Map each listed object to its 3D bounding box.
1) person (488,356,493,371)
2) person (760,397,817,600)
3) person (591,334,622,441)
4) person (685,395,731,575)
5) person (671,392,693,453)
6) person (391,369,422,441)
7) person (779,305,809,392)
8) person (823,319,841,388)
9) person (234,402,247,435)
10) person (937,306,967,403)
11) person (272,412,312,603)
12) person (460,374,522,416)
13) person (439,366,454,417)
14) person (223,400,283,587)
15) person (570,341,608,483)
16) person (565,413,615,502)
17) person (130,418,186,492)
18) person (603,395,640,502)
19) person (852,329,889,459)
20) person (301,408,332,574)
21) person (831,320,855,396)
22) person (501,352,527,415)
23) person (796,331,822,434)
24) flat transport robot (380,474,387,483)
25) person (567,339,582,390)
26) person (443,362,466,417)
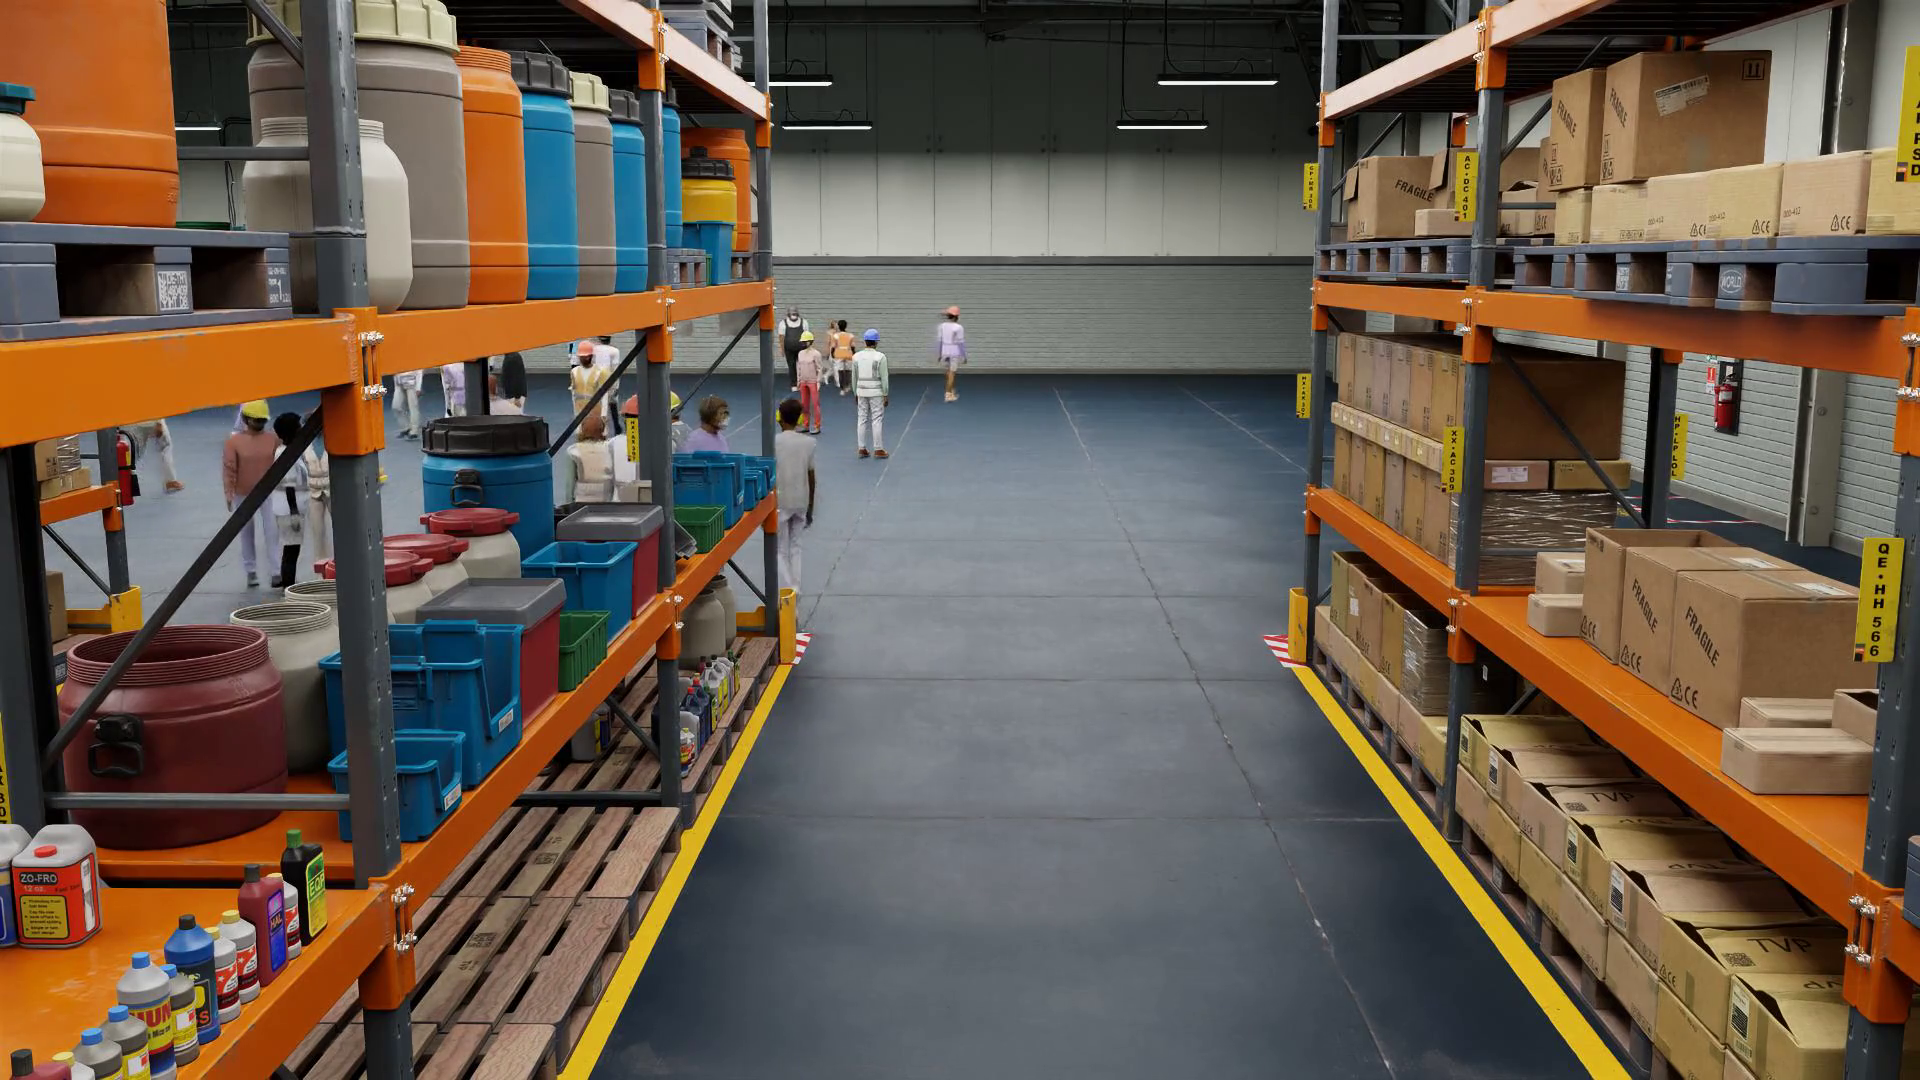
[{"bbox_3d":[-9.863,-3.618,33.980,0.636,1.828,0.621,-2,10,-12],"label":"person"},{"bbox_3d":[-1.403,-0.253,13.764,0.520,1.845,0.486,-4,10,-24],"label":"person"},{"bbox_3d":[-5.932,-2.634,27.880,0.549,1.883,0.985,0,9,0],"label":"person"},{"bbox_3d":[-1.999,-0.171,13.073,0.444,1.920,0.683,2,10,10],"label":"person"},{"bbox_3d":[-2.560,-0.420,14.793,0.404,1.826,0.600,1,10,9],"label":"person"},{"bbox_3d":[-9.192,-2.550,27.570,0.619,1.819,0.497,4,10,23],"label":"person"},{"bbox_3d":[-3.763,-4.350,37.829,0.706,2.000,0.940,-1,10,-5],"label":"person"},{"bbox_3d":[-3.018,-4.451,39.576,0.701,1.612,0.508,8,12,40],"label":"person"},{"bbox_3d":[-11.741,-2.534,27.294,0.438,1.892,0.646,2,10,10],"label":"person"},{"bbox_3d":[-0.097,-3.957,35.403,0.643,2.015,0.827,7,12,37],"label":"person"},{"bbox_3d":[-5.665,-0.241,14.118,0.317,1.695,0.539,-4,10,-22],"label":"person"},{"bbox_3d":[-4.591,-0.708,16.424,0.685,1.870,0.821,-7,12,-36],"label":"person"},{"bbox_3d":[-9.295,-3.038,30.445,0.627,1.843,0.429,5,10,25],"label":"person"},{"bbox_3d":[-6.349,-0.406,15.023,0.546,1.720,0.923,-6,11,-32],"label":"person"},{"bbox_3d":[-4.996,-1.713,22.335,0.567,1.885,0.968,2,10,11],"label":"person"},{"bbox_3d":[-3.227,-0.313,14.754,0.535,1.622,0.429,-1,10,-9],"label":"person"},{"bbox_3d":[-10.474,-1.543,21.298,0.622,1.918,0.919,4,10,25],"label":"person"},{"bbox_3d":[-2.681,-0.253,13.691,0.537,1.883,1.029,6,11,31],"label":"person"},{"bbox_3d":[-1.343,-2.217,25.209,0.615,1.943,0.405,5,11,28],"label":"person"},{"bbox_3d":[-5.869,-0.412,15.361,0.525,1.623,0.422,-2,10,-13],"label":"person"},{"bbox_3d":[-2.627,-4.055,36.981,0.552,1.677,0.565,-3,10,-20],"label":"person"},{"bbox_3d":[-6.663,-2.157,24.746,0.428,1.983,0.631,-4,10,-25],"label":"person"},{"bbox_3d":[-2.616,-2.718,28.750,0.529,1.767,0.329,7,12,37],"label":"person"},{"bbox_3d":[-8.041,-0.791,21.798,0.652,0.197,1.431,-1,9,-3],"label":"flat transport robot"},{"bbox_3d":[-8.962,-4.341,38.679,0.318,1.697,0.535,2,10,11],"label":"person"},{"bbox_3d":[-7.248,-2.047,24.373,0.588,1.889,0.933,-4,10,-22],"label":"person"}]
